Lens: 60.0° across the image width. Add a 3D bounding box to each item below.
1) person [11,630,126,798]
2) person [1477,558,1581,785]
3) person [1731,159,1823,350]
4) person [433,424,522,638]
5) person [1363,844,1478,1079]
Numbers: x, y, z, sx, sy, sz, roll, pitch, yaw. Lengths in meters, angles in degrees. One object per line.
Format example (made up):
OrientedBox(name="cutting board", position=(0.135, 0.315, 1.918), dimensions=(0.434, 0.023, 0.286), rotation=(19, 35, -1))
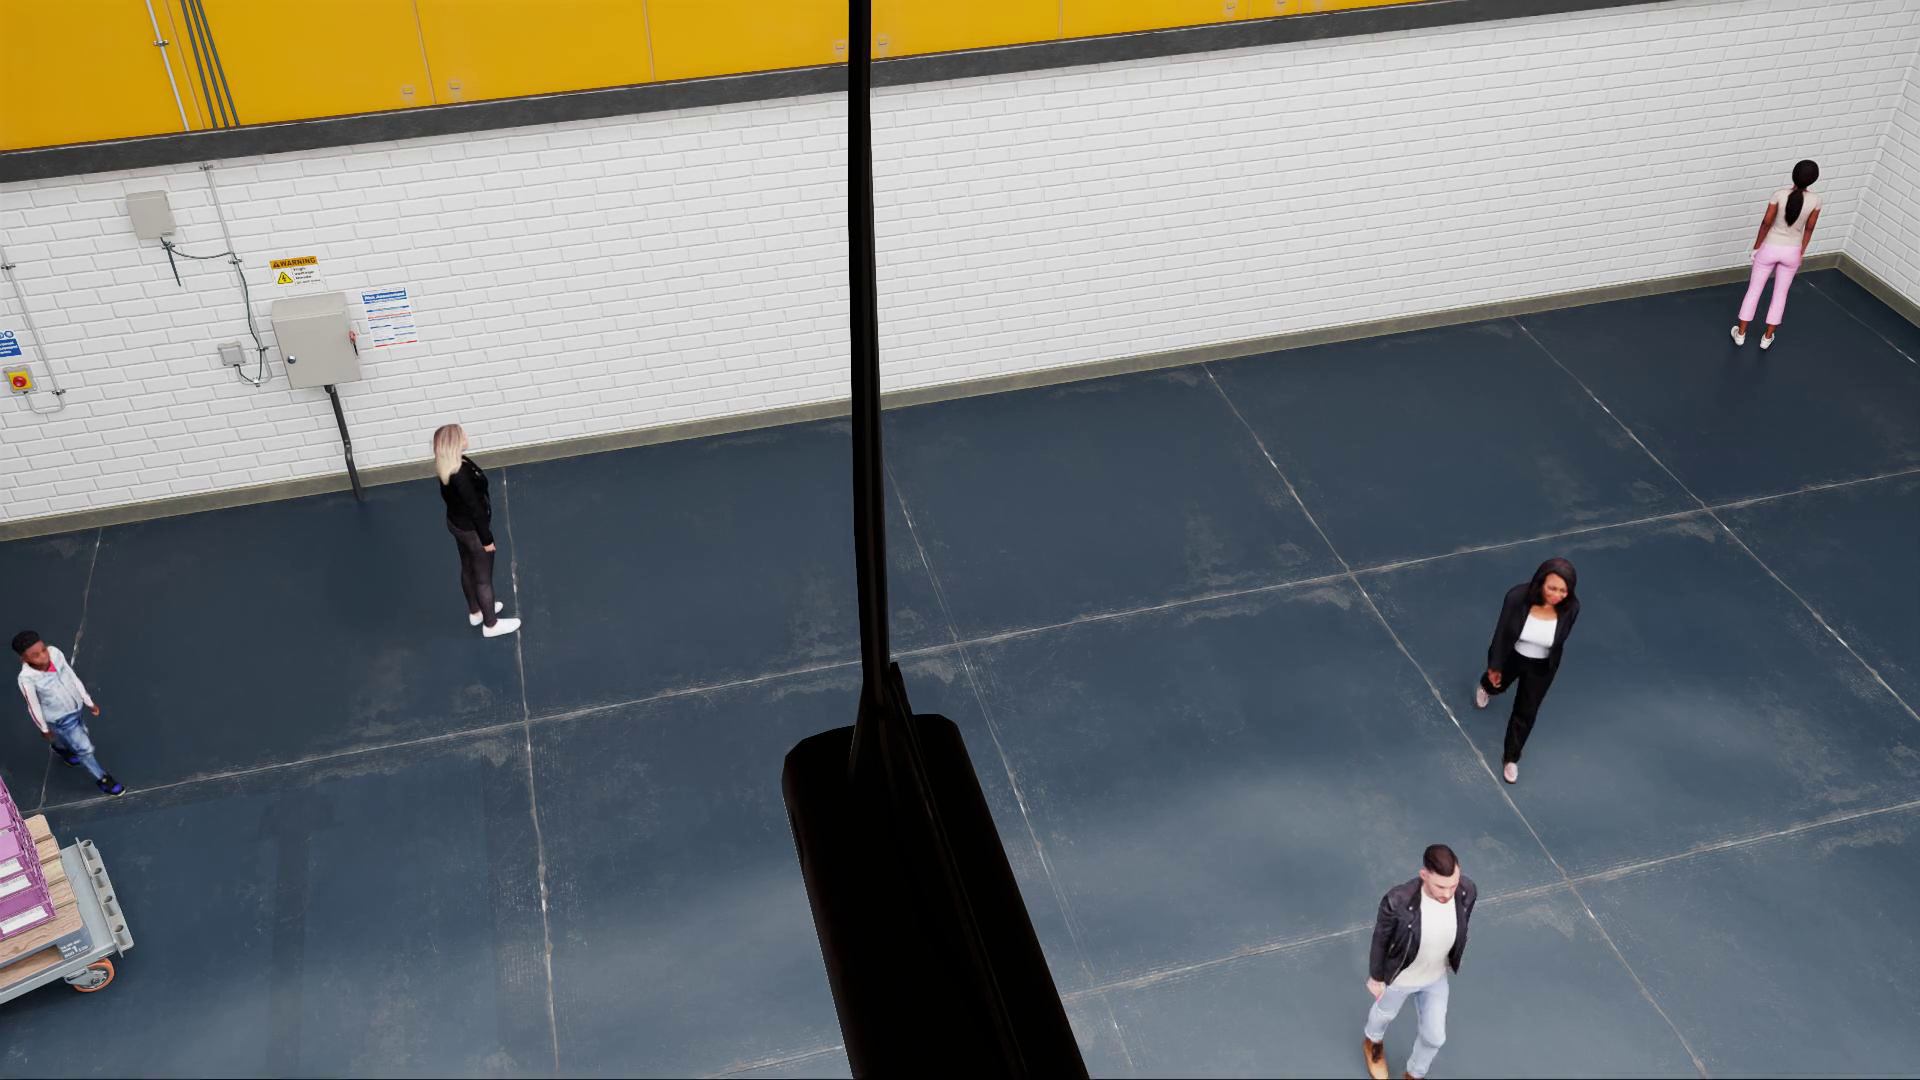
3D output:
OrientedBox(name="person", position=(-5.574, 1.019, 10.261), dimensions=(0.835, 1.248, 0.860), rotation=(12, 40, 15))
OrientedBox(name="person", position=(3.505, 0.692, 10.402), dimensions=(0.930, 1.583, 1.168), rotation=(7, 39, 8))
OrientedBox(name="person", position=(6.994, -2.446, 14.206), dimensions=(0.656, 1.740, 0.684), rotation=(13, 40, 15))
OrientedBox(name="person", position=(-3.332, -0.071, 11.276), dimensions=(0.751, 1.685, 0.615), rotation=(-27, 46, -30))
OrientedBox(name="person", position=(2.272, 2.102, 8.447), dimensions=(0.723, 1.821, 0.806), rotation=(-6, 39, -7))
